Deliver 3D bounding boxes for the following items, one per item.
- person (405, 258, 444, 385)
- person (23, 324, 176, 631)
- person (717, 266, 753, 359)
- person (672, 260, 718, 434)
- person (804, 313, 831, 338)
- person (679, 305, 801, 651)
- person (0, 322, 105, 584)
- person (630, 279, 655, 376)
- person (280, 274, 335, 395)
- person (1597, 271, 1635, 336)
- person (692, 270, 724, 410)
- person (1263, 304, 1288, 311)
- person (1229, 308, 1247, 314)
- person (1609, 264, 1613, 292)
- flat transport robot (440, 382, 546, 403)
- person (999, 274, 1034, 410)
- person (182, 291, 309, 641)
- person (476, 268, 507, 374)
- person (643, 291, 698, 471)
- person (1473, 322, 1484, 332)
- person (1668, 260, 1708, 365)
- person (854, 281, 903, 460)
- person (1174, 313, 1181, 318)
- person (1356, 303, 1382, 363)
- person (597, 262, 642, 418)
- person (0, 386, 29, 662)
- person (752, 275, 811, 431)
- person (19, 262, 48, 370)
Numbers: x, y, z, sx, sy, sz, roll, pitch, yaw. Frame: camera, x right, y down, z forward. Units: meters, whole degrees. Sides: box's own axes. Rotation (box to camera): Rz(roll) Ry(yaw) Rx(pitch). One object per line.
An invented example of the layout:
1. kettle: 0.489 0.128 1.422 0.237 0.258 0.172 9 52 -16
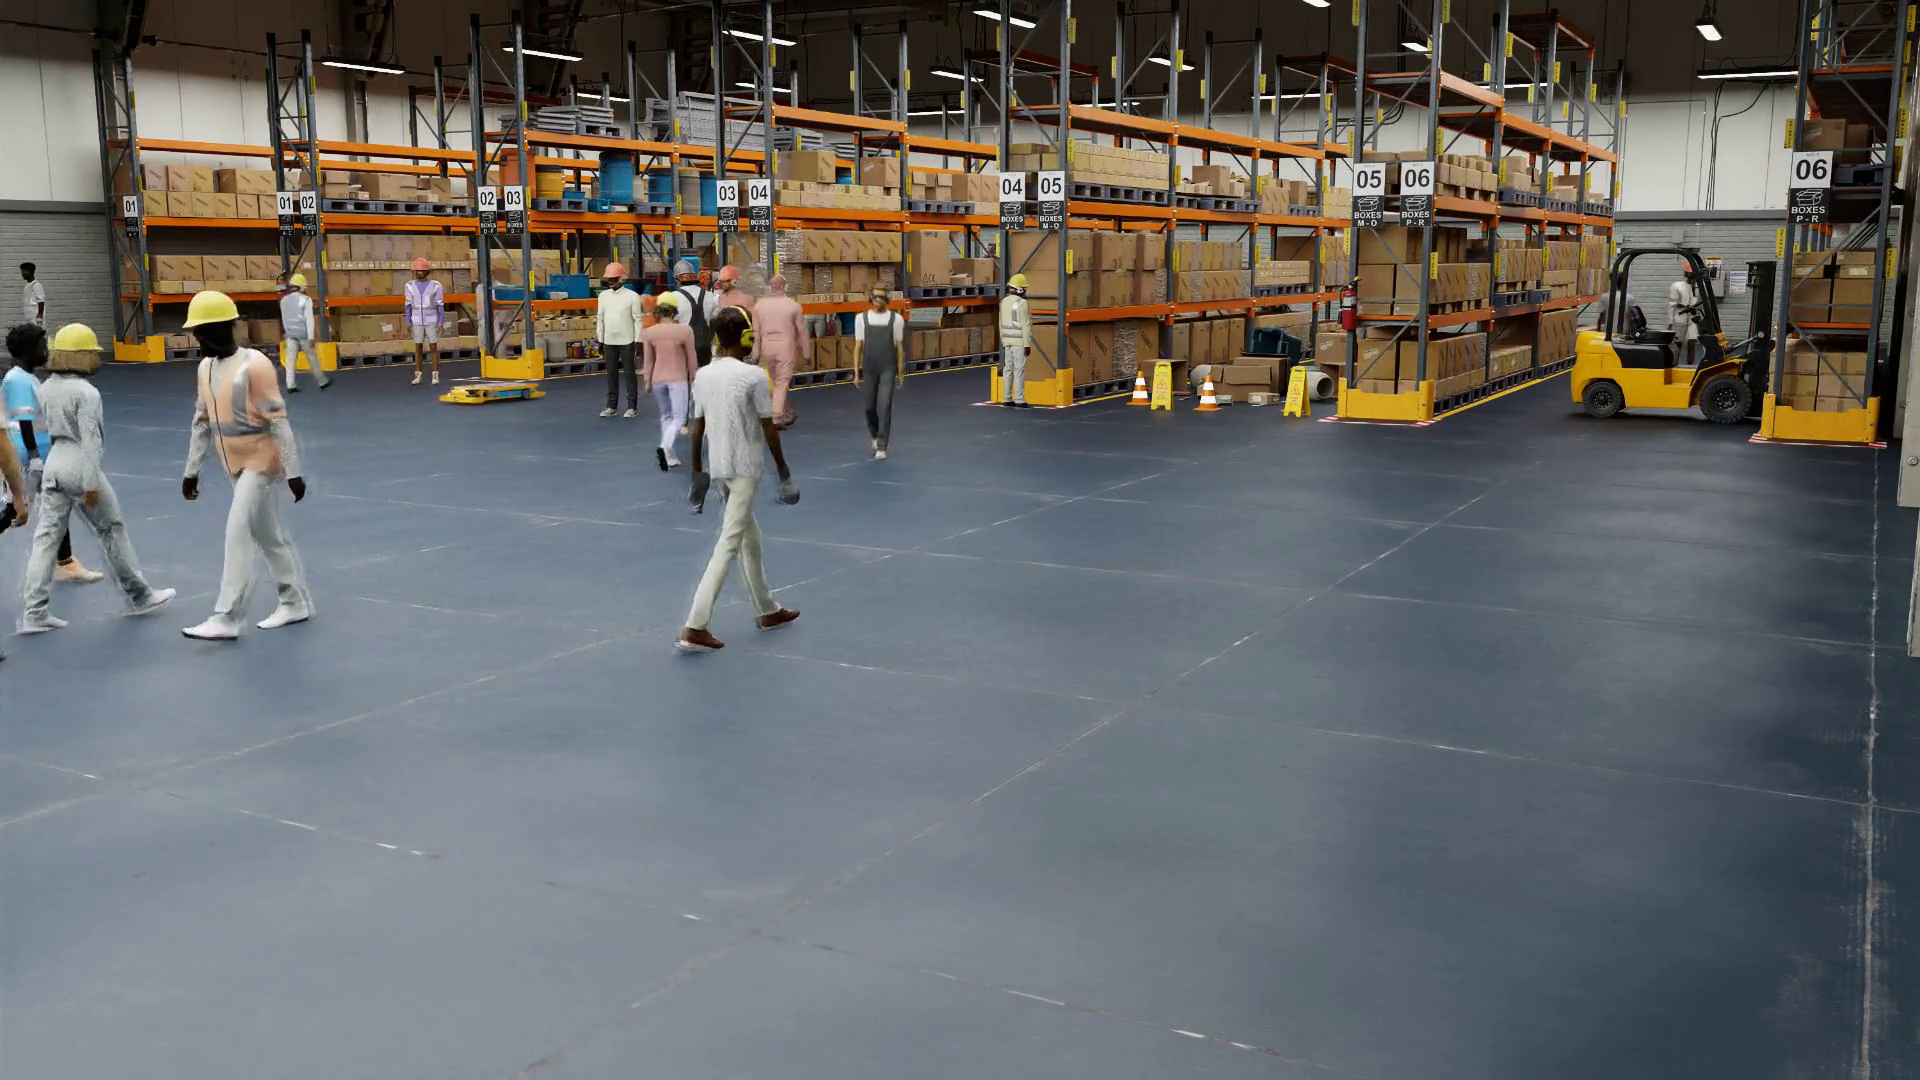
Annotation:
1. person: -8.609 -3.504 26.759 0.609 2.040 0.394 -1 10 -3
2. person: -4.934 -0.362 9.355 0.503 1.691 0.893 4 11 24
3. person: -2.893 -2.602 21.738 0.923 1.961 0.628 -10 14 -44
4. person: -3.210 -2.265 19.499 0.679 2.000 0.537 -9 13 -42
5. person: -2.591 -3.916 29.502 0.625 1.932 0.376 -1 10 -3
6. person: -1.194 -0.340 8.906 0.518 1.823 0.993 8 13 40
7. person: -5.887 -0.521 10.365 0.798 1.670 0.530 -3 10 -16
8. person: -5.488 -3.690 28.942 0.317 1.671 0.620 3 10 18
9. person: -9.929 -3.114 25.193 0.621 1.785 0.898 3 10 18
10. person: 9.811 -3.089 24.907 0.503 1.852 0.631 5 11 26
11. person: -3.415 -2.669 22.323 0.582 1.882 0.338 3 10 19
12. person: 7.018 -5.190 37.016 0.623 1.902 0.445 7 12 34
13. person: 6.191 -5.008 36.779 0.363 1.627 0.509 -8 13 -39
14. person: 13.857 -4.920 35.476 0.664 1.883 0.835 -8 13 -40
15. flat transport robot: -6.685 -2.122 23.835 0.652 0.197 1.431 6 11 30
16. person: 0.780 -2.685 22.567 0.404 1.829 0.600 -6 12 -33
17. person: -3.945 -0.392 9.002 0.646 1.877 0.914 7 12 37
18. person: -8.279 -3.857 29.294 0.682 1.883 0.635 3 10 18
19. person: -2.837 -1.536 16.105 0.530 1.740 0.727 3 10 15
20. person: 10.753 -4.648 33.940 0.649 1.873 0.897 2 10 14
21. person: 12.258 -3.705 28.048 0.612 2.013 0.935 3 10 18
22. person: -0.832 -1.754 17.161 0.507 1.827 0.670 1 10 3
23. person: 5.517 -5.944 41.394 0.601 1.917 0.556 5 11 28
24. person: 6.693 -3.567 27.422 0.552 1.937 0.356 5 11 29
25. person: -4.387 -2.560 21.368 0.619 1.990 0.395 3 10 17
26. person: -4.931 -0.194 8.083 0.585 1.816 0.768 0 10 2
27. person: -2.127 -2.249 19.998 0.673 1.837 1.049 3 10 17
28. person: -16.946 -4.096 30.438 0.617 1.962 0.361 9 13 43
